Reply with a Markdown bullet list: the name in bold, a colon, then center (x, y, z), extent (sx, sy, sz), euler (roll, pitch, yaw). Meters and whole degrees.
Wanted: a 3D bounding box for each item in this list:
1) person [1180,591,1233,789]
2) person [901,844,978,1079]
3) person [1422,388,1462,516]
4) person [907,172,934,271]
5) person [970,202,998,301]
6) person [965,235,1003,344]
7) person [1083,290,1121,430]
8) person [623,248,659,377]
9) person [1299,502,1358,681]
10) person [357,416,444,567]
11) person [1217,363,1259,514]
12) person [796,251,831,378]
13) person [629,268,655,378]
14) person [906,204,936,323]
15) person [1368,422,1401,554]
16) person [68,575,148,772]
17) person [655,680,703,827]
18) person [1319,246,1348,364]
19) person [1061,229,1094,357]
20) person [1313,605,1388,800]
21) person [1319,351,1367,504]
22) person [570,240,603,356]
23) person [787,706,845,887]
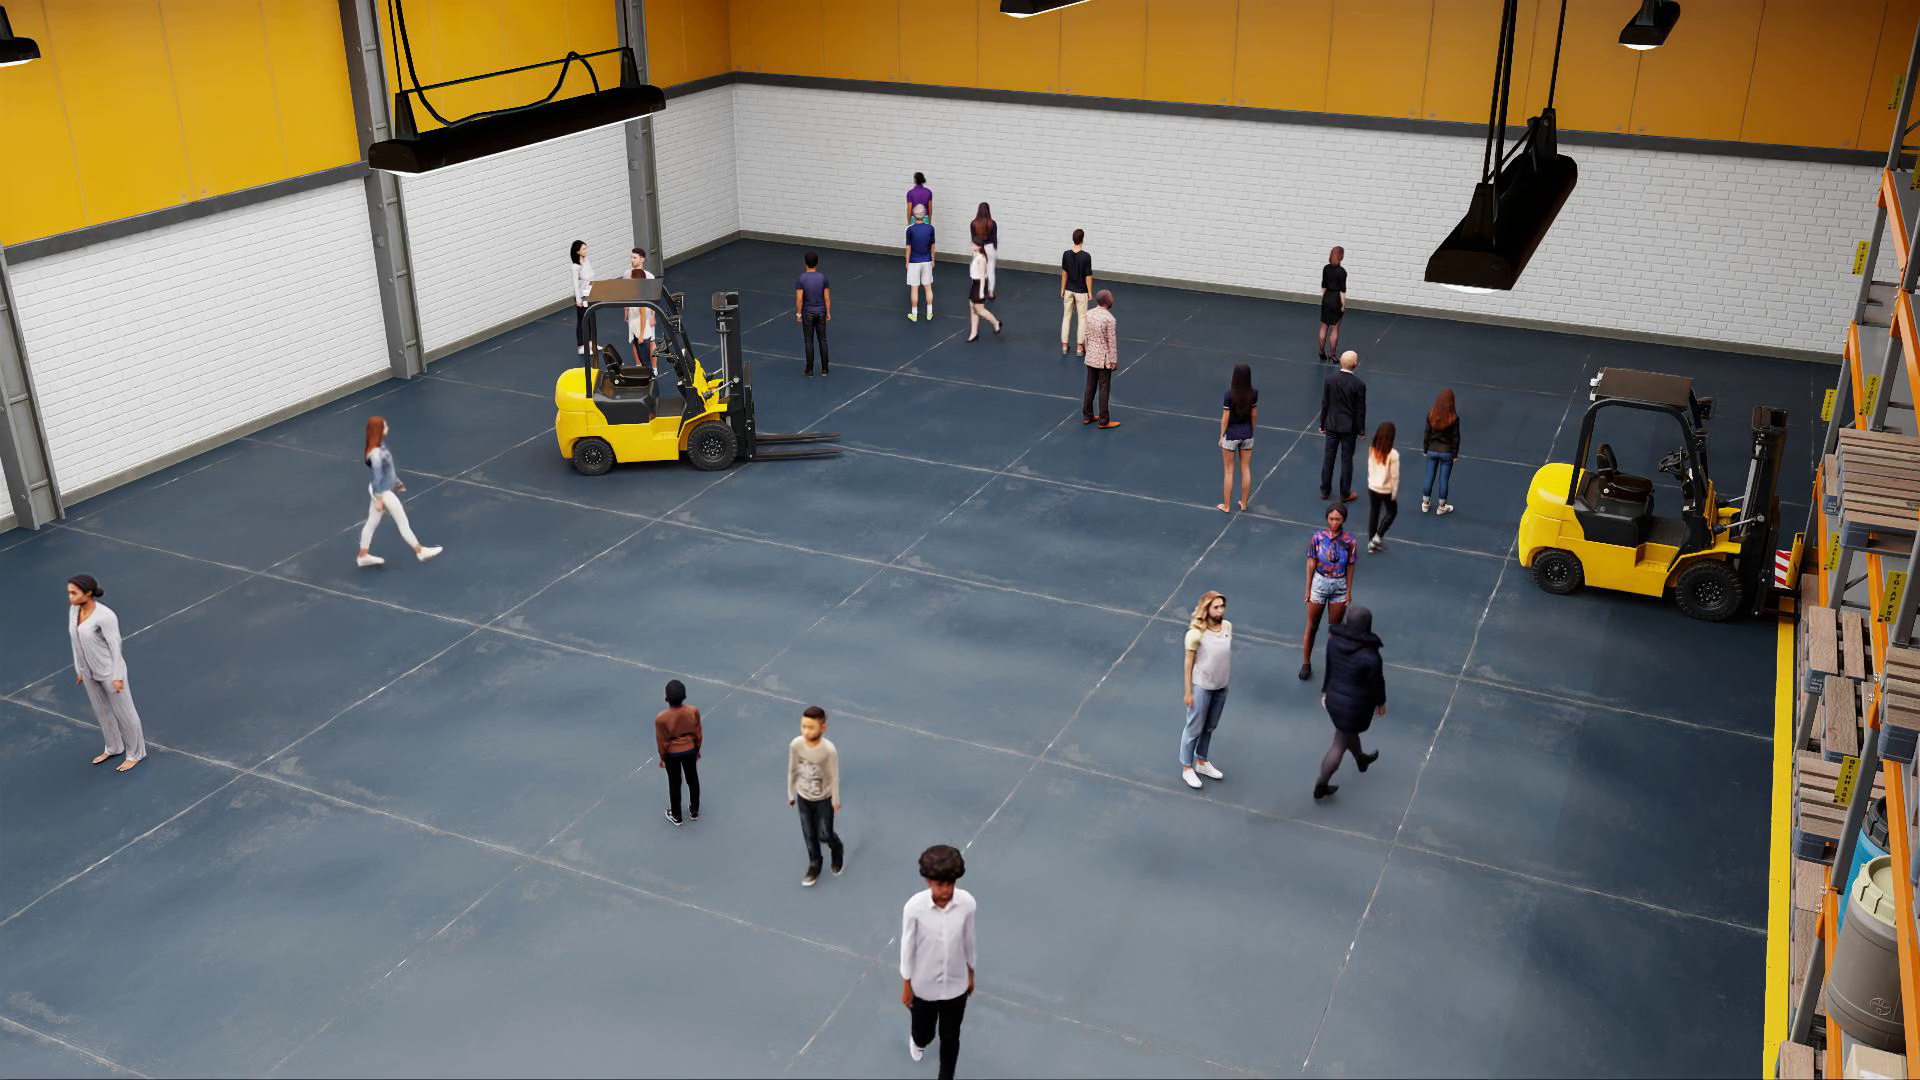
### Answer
- **person**: center (2.009, 1.194, 13.553), extent (0.644, 1.722, 0.768), euler (-16, 28, -33)
- **person**: center (-0.153, 2.626, 10.182), extent (0.932, 1.797, 1.029), euler (-5, 24, -11)
- **person**: center (5.464, -1.016, 18.904), extent (0.573, 1.484, 0.534), euler (13, 27, 28)
- **person**: center (-0.701, -5.485, 28.774), extent (0.714, 1.767, 0.777), euler (-9, 25, -19)
- **person**: center (0.403, -4.730, 27.244), extent (0.676, 1.610, 0.667), euler (0, 24, 1)
- **person**: center (0.365, -3.757, 24.984), extent (0.909, 1.637, 0.880), euler (-5, 24, -12)
- **person**: center (1.816, -2.358, 21.571), extent (0.751, 1.807, 0.778), euler (-18, 30, -36)
- **person**: center (-4.491, -3.204, 23.446), extent (0.669, 1.856, 0.553), euler (11, 26, 24)
- **person**: center (3.367, 0.470, 15.183), extent (0.647, 1.743, 0.612), euler (3, 24, 7)
- **person**: center (-6.145, -0.464, 17.432), extent (1.161, 1.652, 1.064), euler (-10, 25, -21)
- **person**: center (3.156, -1.161, 18.883), extent (0.653, 1.767, 0.692), euler (-5, 24, -11)
- **person**: center (-2.066, -3.198, 23.509), extent (0.709, 1.793, 0.753), euler (-7, 24, -15)
- **person**: center (-4.327, -2.824, 22.663), extent (0.718, 1.785, 0.664), euler (-9, 25, -20)
- **person**: center (-0.625, -4.366, 26.124), extent (0.719, 1.839, 0.769), euler (-7, 25, -16)
- **person**: center (4.483, -0.541, 17.828), extent (0.678, 1.475, 0.667), euler (-16, 28, -33)
- **person**: center (-7.114, 1.073, 13.810), extent (0.645, 1.736, 0.537), euler (9, 25, 19)
- **person**: center (-2.202, 1.659, 13.071), extent (0.577, 1.255, 0.658), euler (-12, 26, -26)
- **person**: center (5.403, -3.423, 24.134), extent (0.669, 1.706, 0.662), euler (-15, 28, -31)
- **person**: center (1.714, -3.649, 24.469), extent (0.638, 1.851, 0.551), euler (12, 26, 25)
- **person**: center (3.078, 1.341, 13.340), extent (1.178, 1.621, 1.012), euler (-15, 28, -30)
- **person**: center (4.408, -1.317, 19.198), extent (0.717, 1.799, 0.610), euler (14, 27, 29)
- **person**: center (-5.562, -3.590, 24.523), extent (0.711, 1.700, 0.539), euler (6, 24, 12)
- **person**: center (-1.040, 1.863, 12.350), extent (0.552, 1.457, 0.612), euler (9, 25, 20)
